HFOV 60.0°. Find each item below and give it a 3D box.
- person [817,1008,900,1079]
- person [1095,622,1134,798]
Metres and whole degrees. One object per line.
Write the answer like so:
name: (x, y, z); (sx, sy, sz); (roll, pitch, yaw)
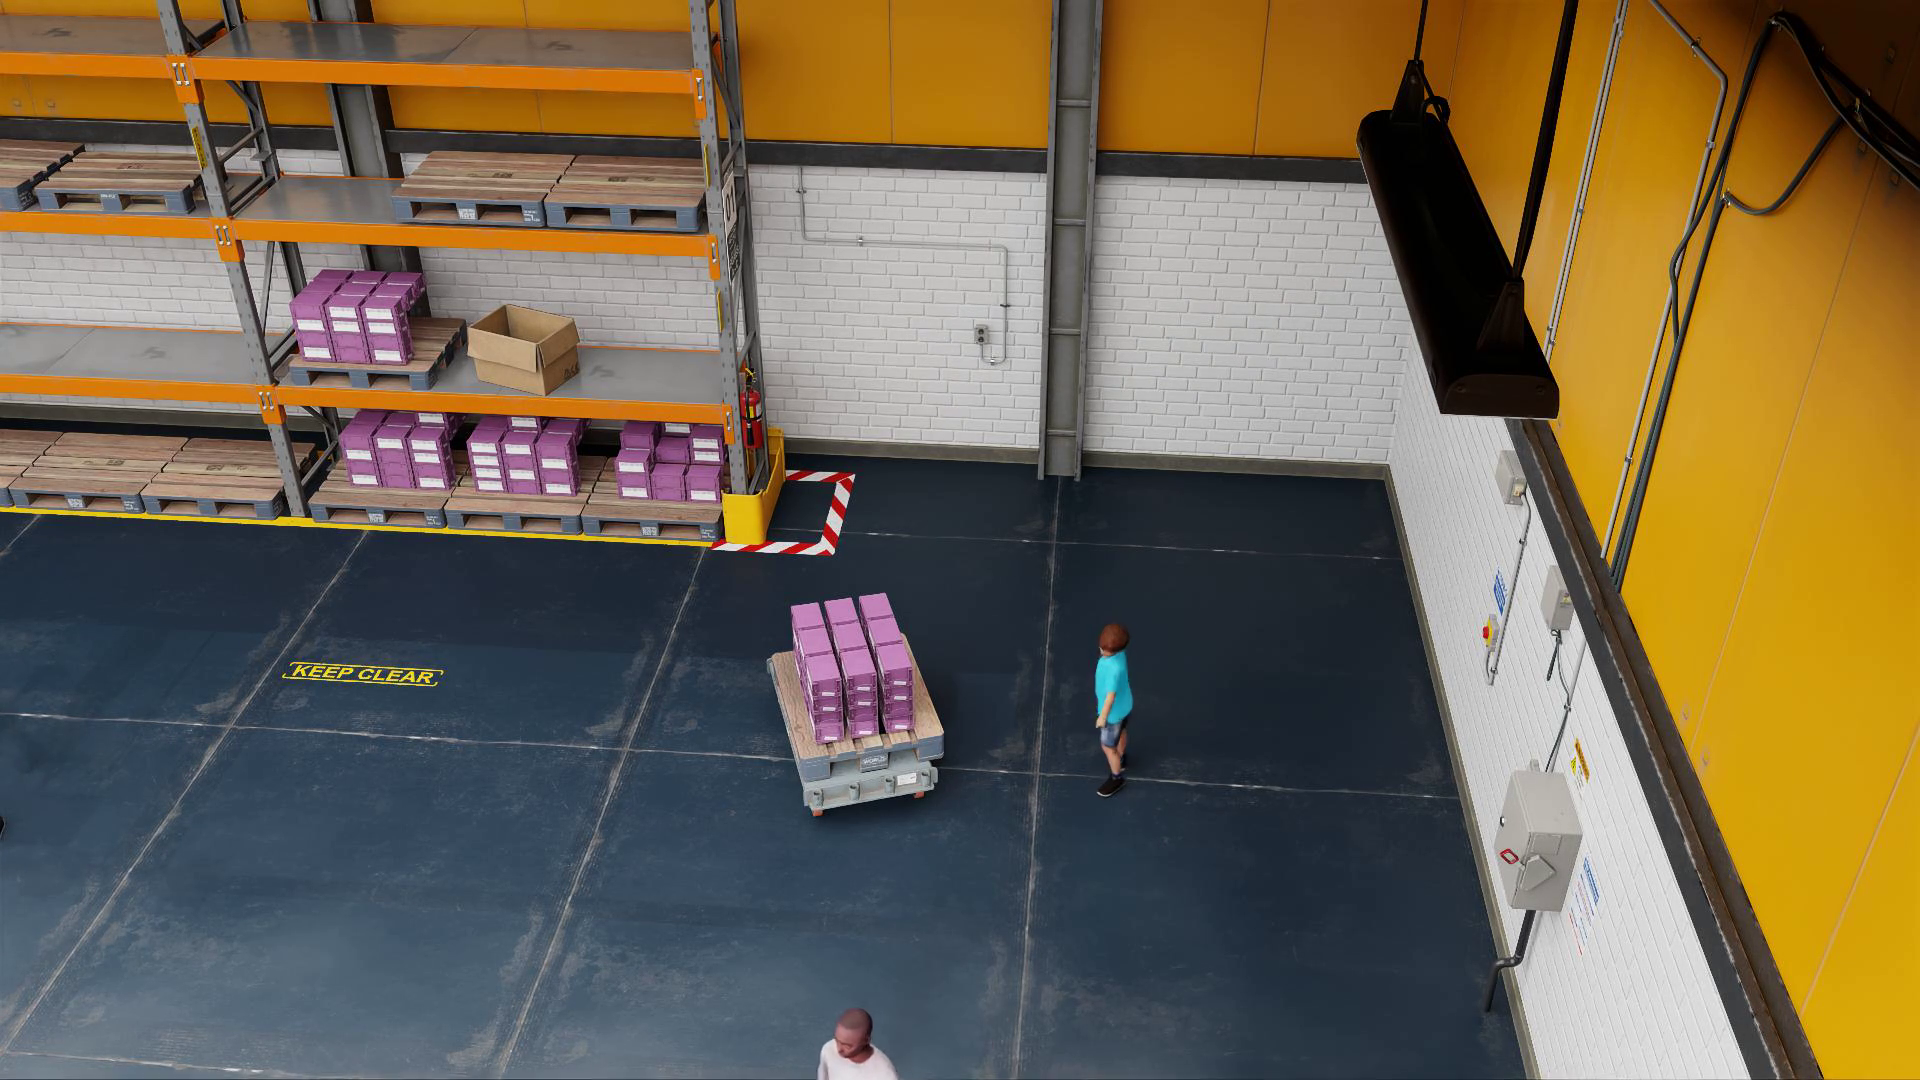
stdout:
person: (-0.418, 2.947, 8.416); (1.038, 1.748, 1.033); (24, 41, 32)
person: (1.096, 1.084, 11.505); (0.500, 1.430, 0.696); (12, 35, 17)
